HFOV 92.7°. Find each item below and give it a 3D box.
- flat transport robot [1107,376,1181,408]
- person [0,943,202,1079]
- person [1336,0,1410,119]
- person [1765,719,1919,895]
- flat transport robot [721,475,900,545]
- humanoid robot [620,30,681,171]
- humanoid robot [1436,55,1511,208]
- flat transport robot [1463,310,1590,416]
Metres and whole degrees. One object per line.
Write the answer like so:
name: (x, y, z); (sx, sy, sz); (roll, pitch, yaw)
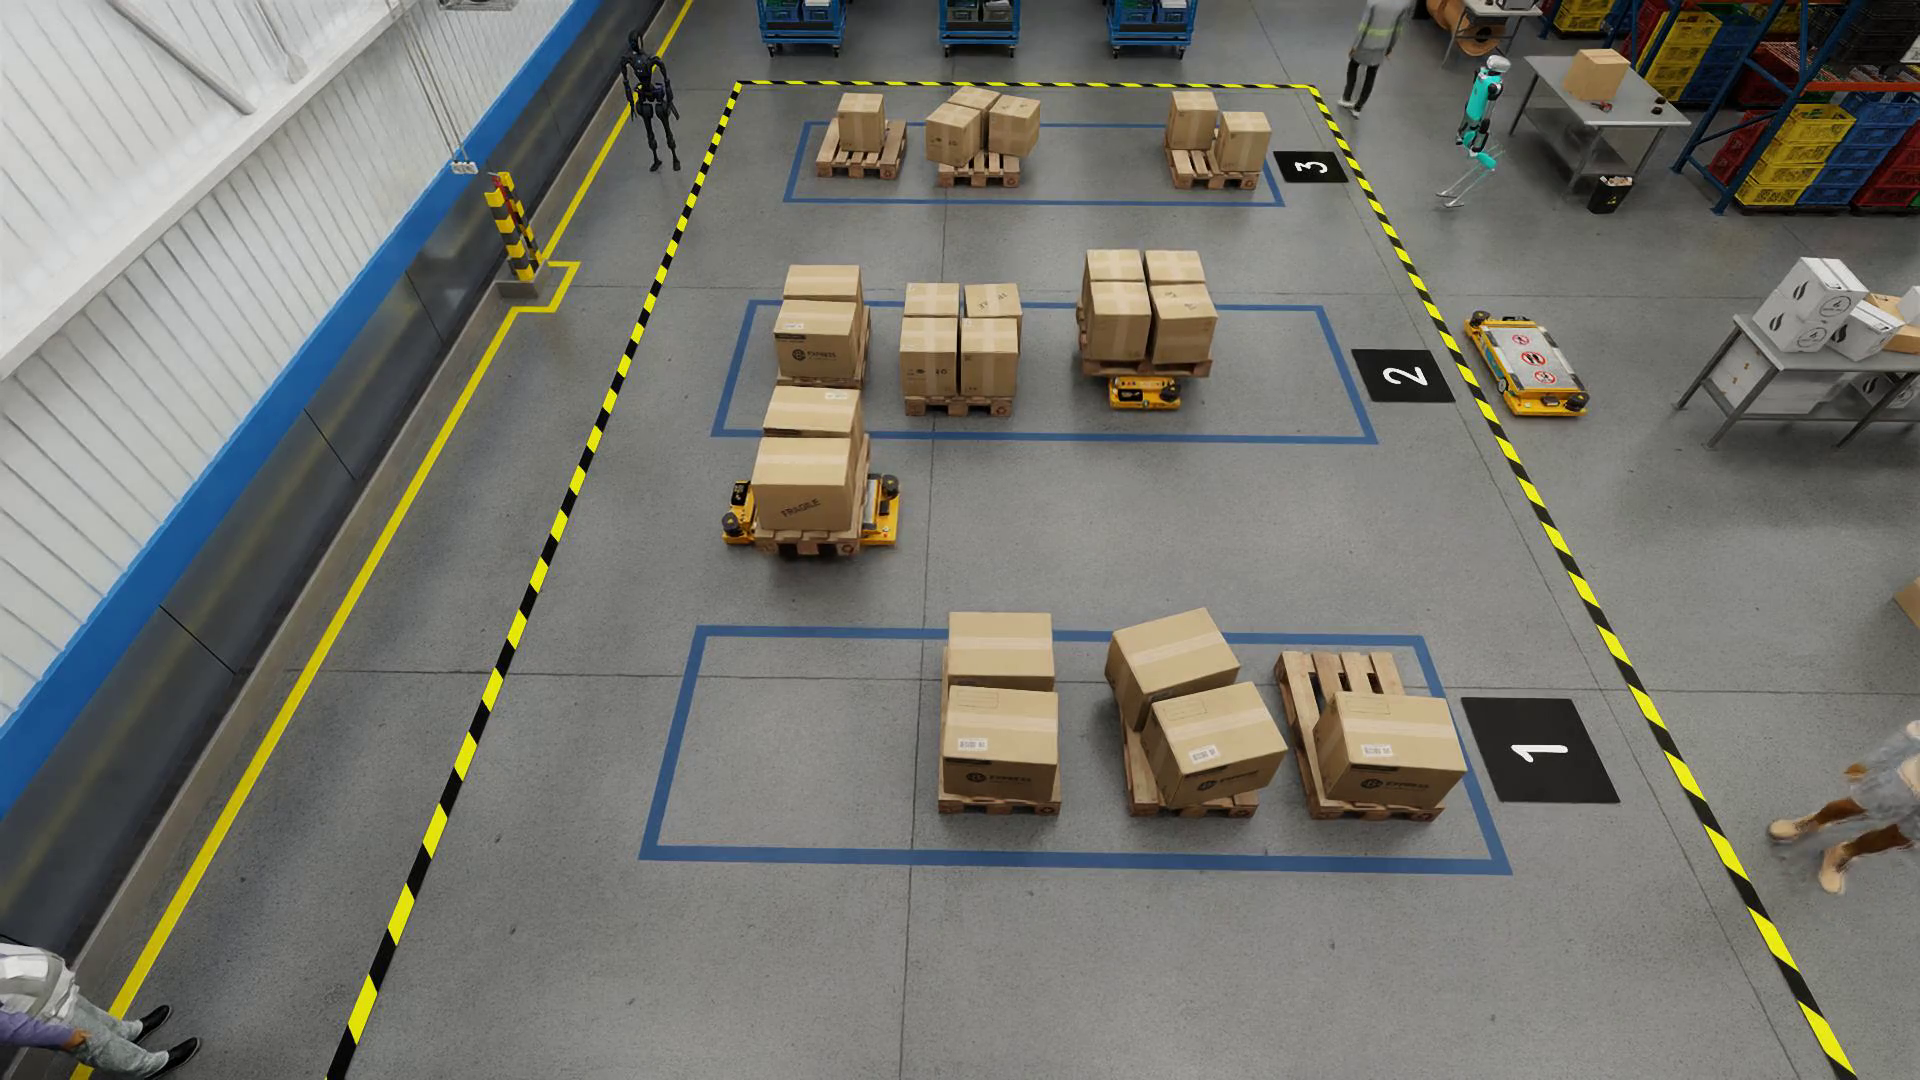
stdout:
flat transport robot: (1.774, -1.855, 9.120); (0.652, 0.197, 1.431); (1, 49, 1)
person: (-4.554, 2.284, 4.521); (0.587, 1.833, 0.404); (28, 55, 22)
person: (5.516, -6.675, 12.271); (0.615, 1.834, 0.643); (1, 49, 1)
person: (5.520, 1.412, 5.185); (0.394, 1.996, 0.654); (-26, 54, -21)
flat transport robot: (-1.245, -0.271, 7.750); (1.431, 0.197, 0.652); (1, 49, 1)
humanoid robot: (-3.769, -5.360, 11.231); (0.599, 1.657, 0.315); (-1, 49, -1)
humanoid robot: (6.042, -4.652, 10.499); (0.735, 1.677, 0.533); (0, 49, 0)
flat transport robot: (5.573, -1.757, 9.054); (0.659, 0.231, 1.431); (1, 49, 1)
